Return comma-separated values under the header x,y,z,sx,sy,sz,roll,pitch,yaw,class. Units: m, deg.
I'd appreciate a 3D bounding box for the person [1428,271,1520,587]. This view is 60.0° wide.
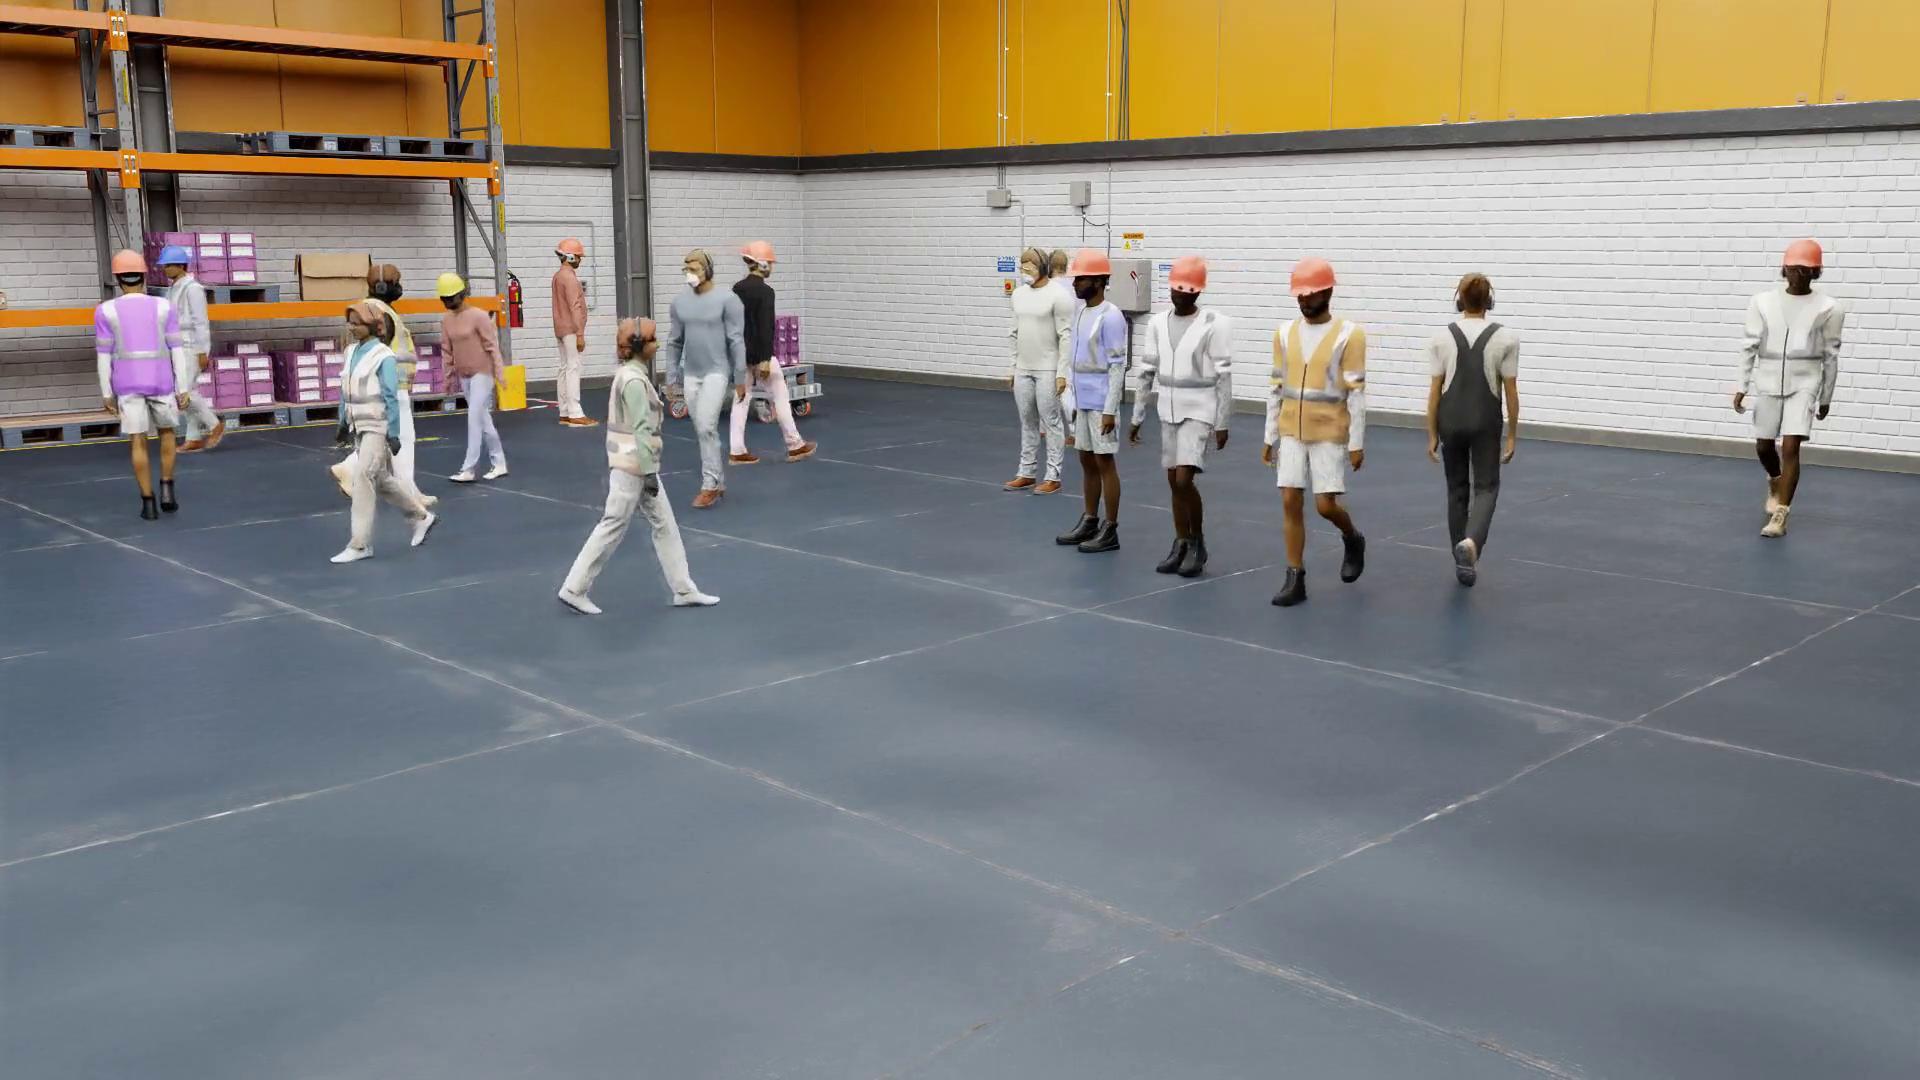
x,y,z,sx,sy,sz,roll,pitch,yaw,class
2.901,-0.611,9.478,0.509,1.823,0.714,4,11,23,person

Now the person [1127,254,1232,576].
x,y,z,sx,sy,sz,roll,pitch,yaw,class
1.296,-0.724,9.845,0.590,1.910,0.472,10,14,42,person

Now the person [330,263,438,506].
x,y,z,sx,sy,sz,roll,pitch,yaw,class
-4.306,-1.135,12.327,0.675,1.819,0.636,-4,11,-21,person

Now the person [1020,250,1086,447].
x,y,z,sx,sy,sz,roll,pitch,yaw,class
0.931,-1.846,16.045,0.644,1.891,1.005,-9,14,-40,person

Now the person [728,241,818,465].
x,y,z,sx,sy,sz,roll,pitch,yaw,class
-1.706,-1.655,14.787,0.621,1.961,0.915,10,14,43,person

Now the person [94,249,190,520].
x,y,z,sx,sy,sz,roll,pitch,yaw,class
-5.847,-1.109,11.911,0.583,1.918,0.497,-6,12,-30,person

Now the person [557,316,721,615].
x,y,z,sx,sy,sz,roll,pitch,yaw,class
-1.770,-0.392,8.885,0.851,1.601,0.532,-2,11,-10,person

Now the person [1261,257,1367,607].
x,y,z,sx,sy,sz,roll,pitch,yaw,class
1.990,-0.601,9.201,0.561,1.907,0.698,8,13,39,person

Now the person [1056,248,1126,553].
x,y,z,sx,sy,sz,roll,pitch,yaw,class
0.846,-0.886,10.655,0.379,1.938,0.547,-4,11,-22,person

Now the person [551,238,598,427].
x,y,z,sx,sy,sz,roll,pitch,yaw,class
-4.125,-2.199,17.663,0.377,1.995,0.611,-6,12,-31,person

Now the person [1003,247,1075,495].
x,y,z,sx,sy,sz,roll,pitch,yaw,class
0.621,-1.317,13.027,0.376,1.931,0.629,-10,14,-42,person

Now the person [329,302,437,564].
x,y,z,sx,sy,sz,roll,pitch,yaw,class
-3.661,-0.696,10.489,0.511,1.611,0.769,10,14,43,person

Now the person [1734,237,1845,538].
x,y,z,sx,sy,sz,roll,pitch,yaw,class
5.686,-1.055,11.378,0.604,2.020,0.879,8,13,39,person

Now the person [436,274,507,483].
x,y,z,sx,sy,sz,roll,pitch,yaw,class
-4.037,-1.313,13.599,0.573,1.703,0.832,7,12,33,person

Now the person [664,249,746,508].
x,y,z,sx,sy,sz,roll,pitch,yaw,class
-1.947,-1.186,12.345,0.650,1.914,0.678,6,12,30,person

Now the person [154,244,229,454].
x,y,z,sx,sy,sz,roll,pitch,yaw,class
-7.157,-1.750,15.370,0.639,1.934,0.430,9,14,41,person
